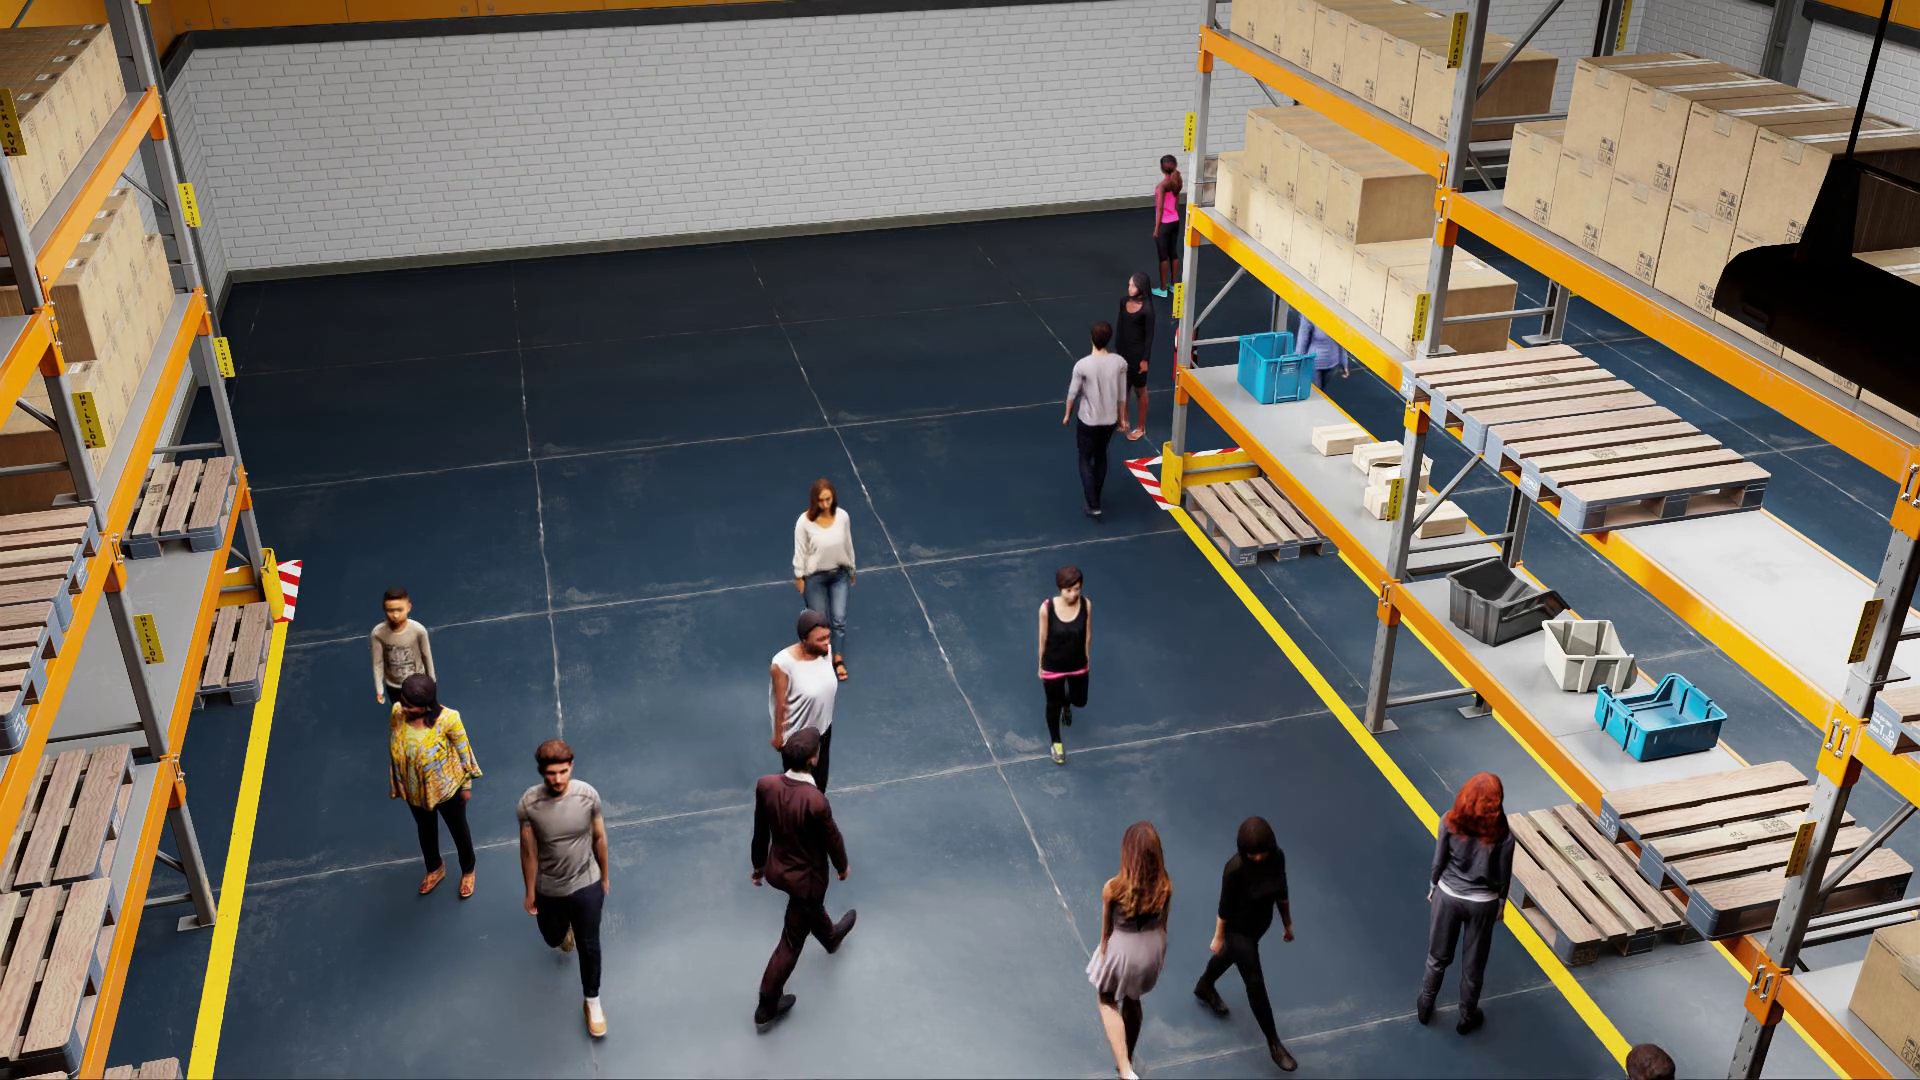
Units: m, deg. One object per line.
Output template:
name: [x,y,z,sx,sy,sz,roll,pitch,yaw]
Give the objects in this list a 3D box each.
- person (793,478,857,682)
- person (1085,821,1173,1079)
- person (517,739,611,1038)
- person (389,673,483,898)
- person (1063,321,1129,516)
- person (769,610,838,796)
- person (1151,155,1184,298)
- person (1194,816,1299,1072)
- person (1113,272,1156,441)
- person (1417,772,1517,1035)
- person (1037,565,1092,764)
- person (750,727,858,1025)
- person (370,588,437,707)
person: [-1.053,0.243,12.732,0.702,1.659,0.913,-12,31,-20]
person: [0.935,2.313,8.838,0.624,1.754,0.862,-4,29,-8]
person: [-2.255,1.894,9.480,0.674,1.875,1.057,-7,29,-12]
person: [-3.281,1.517,10.405,0.842,1.650,0.883,5,29,8]
person: [1.255,-1.048,14.931,0.675,1.818,0.841,-7,29,-13]
person: [-1.055,1.186,10.989,0.858,1.671,0.910,-23,36,-35]
person: [2.505,-3.802,20.079,0.659,1.724,0.686,-25,37,-38]
person: [1.552,2.128,9.349,0.874,1.588,1.161,-20,34,-32]
person: [1.724,-1.839,16.484,0.743,1.721,0.596,-22,35,-34]
person: [2.835,2.031,9.327,0.650,1.780,0.700,14,32,24]
person: [0.723,0.816,11.807,0.575,1.537,0.779,-5,29,-9]
person: [-0.964,1.953,9.438,1.259,1.811,1.212,20,34,32]
person: [-3.872,0.961,11.643,0.601,1.440,1.005,-4,29,-8]
